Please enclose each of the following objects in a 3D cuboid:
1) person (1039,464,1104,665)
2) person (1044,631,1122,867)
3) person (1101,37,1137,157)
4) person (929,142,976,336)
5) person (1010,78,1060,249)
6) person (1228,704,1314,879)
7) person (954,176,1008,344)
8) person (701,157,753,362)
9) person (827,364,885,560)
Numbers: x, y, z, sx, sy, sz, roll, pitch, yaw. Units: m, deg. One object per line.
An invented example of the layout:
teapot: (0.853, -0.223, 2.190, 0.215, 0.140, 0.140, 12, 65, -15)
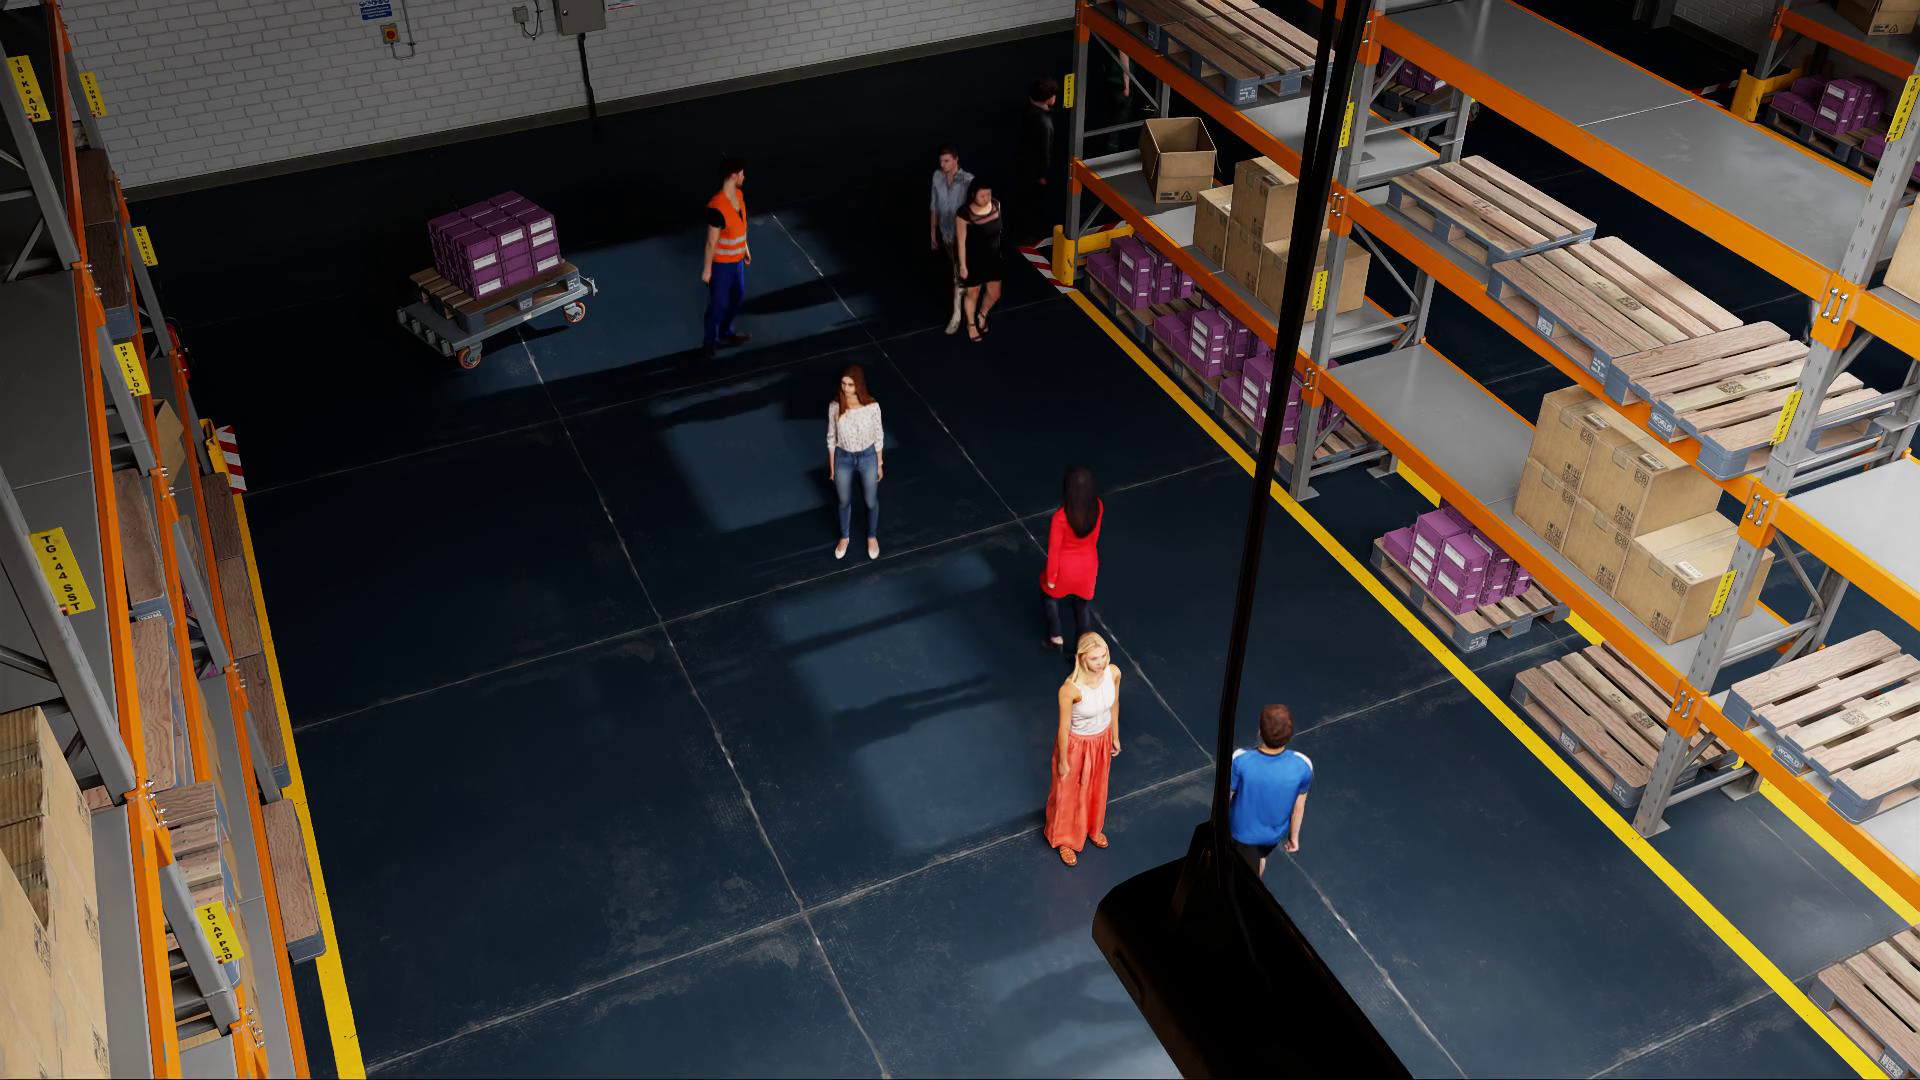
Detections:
person: (0.833, 0.253, 11.575, 0.661, 1.735, 0.675, -21, 43, -25)
person: (0.770, 1.258, 10.263, 0.661, 1.803, 0.618, -23, 44, -26)
person: (1.705, -4.962, 18.019, 0.717, 1.844, 0.634, -14, 41, -16)
person: (0.034, -2.872, 15.426, 0.980, 1.814, 0.989, 21, 43, 24)
person: (0.655, -3.732, 16.559, 0.737, 1.742, 0.803, -12, 40, -15)
person: (1.727, 1.740, 9.640, 1.007, 1.828, 1.299, -1, 39, -1)
person: (0.124, -2.578, 15.142, 0.714, 1.707, 0.669, -23, 44, -26)
person: (-2.169, -2.516, 14.955, 0.991, 1.844, 0.938, 22, 44, 25)
person: (-0.792, -0.608, 12.660, 0.649, 1.728, 0.645, 1, 39, 1)
